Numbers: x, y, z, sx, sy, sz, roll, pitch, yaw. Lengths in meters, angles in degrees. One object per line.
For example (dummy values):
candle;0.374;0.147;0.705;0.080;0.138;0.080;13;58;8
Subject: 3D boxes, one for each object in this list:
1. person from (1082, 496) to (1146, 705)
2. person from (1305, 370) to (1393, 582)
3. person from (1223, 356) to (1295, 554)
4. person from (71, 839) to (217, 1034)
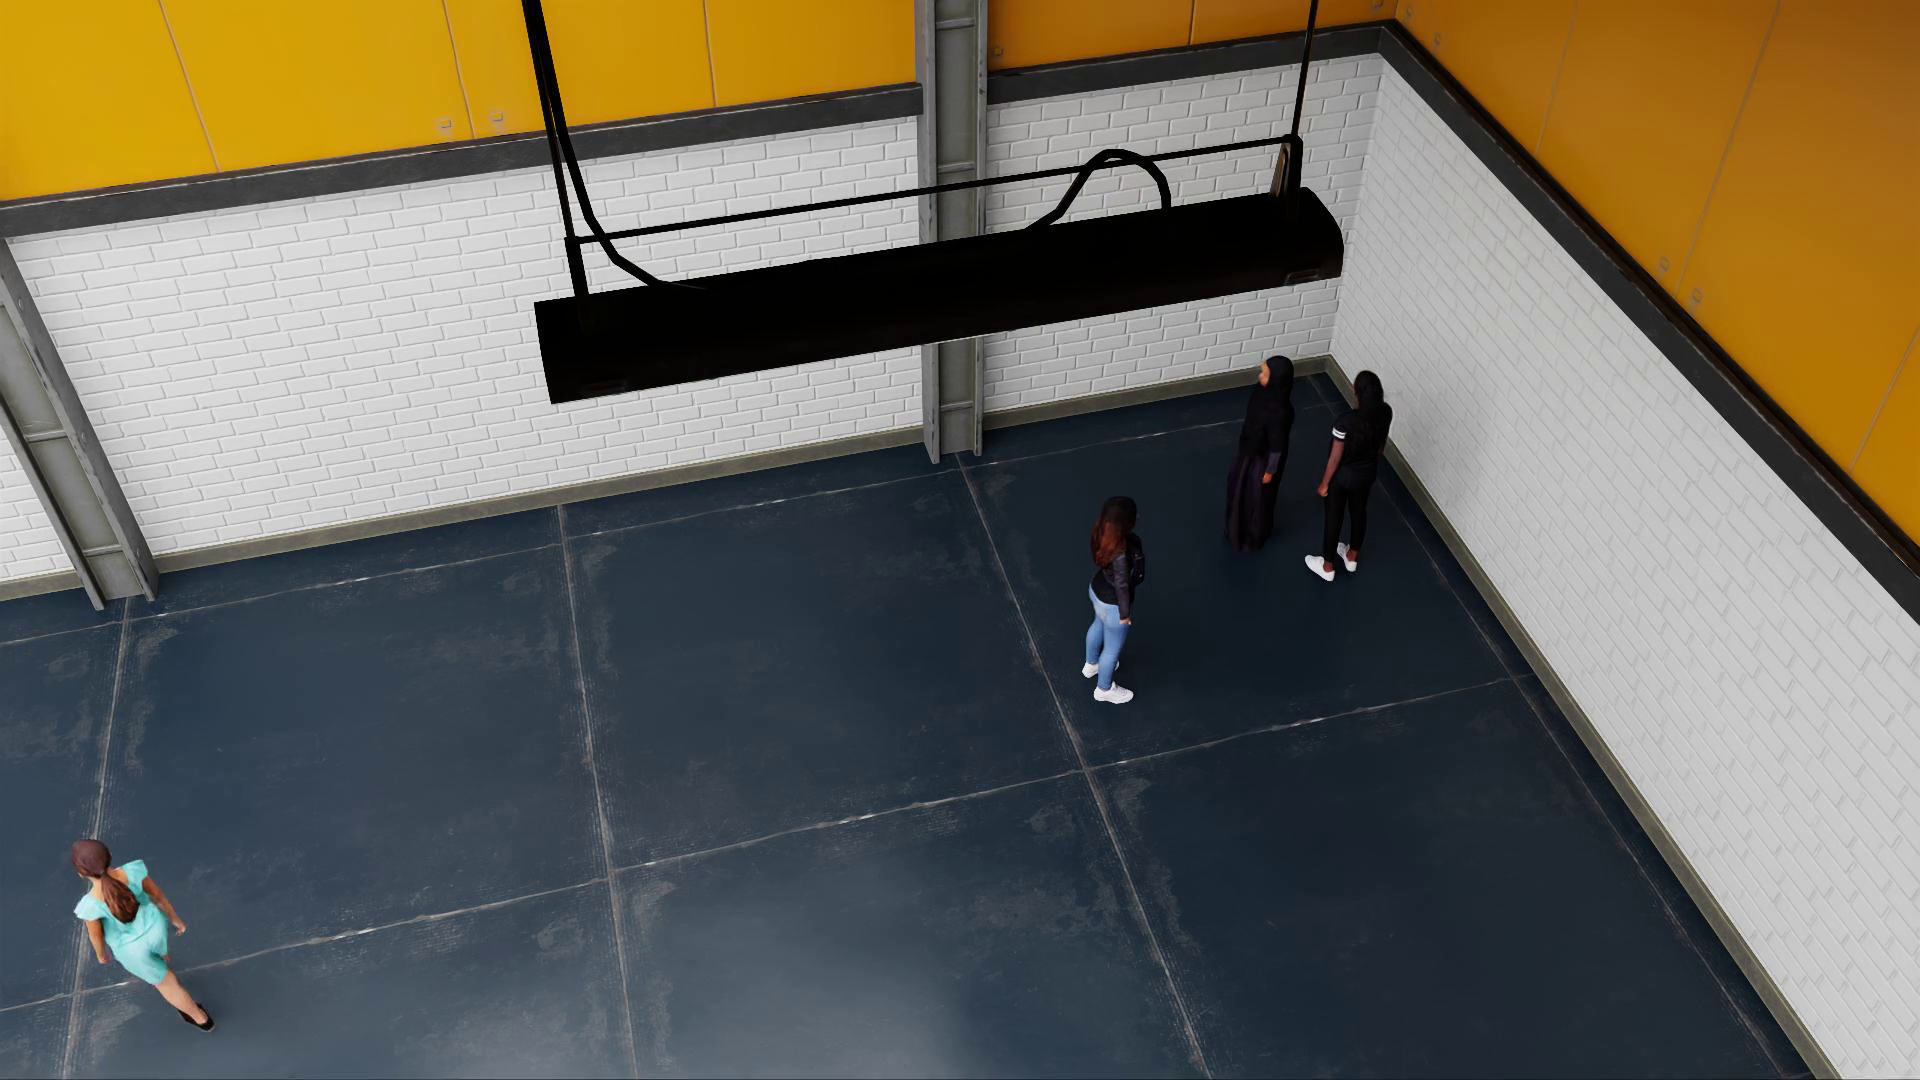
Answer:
person;0.966;0.353;10.507;0.549;1.634;0.645;-9;44;-10
person;2.648;-0.441;11.271;0.540;1.731;0.709;-18;46;-18
person;2.110;-0.616;11.539;0.616;1.613;0.604;-9;44;-10
person;-4.253;2.116;8.725;0.955;1.538;0.913;24;49;23
